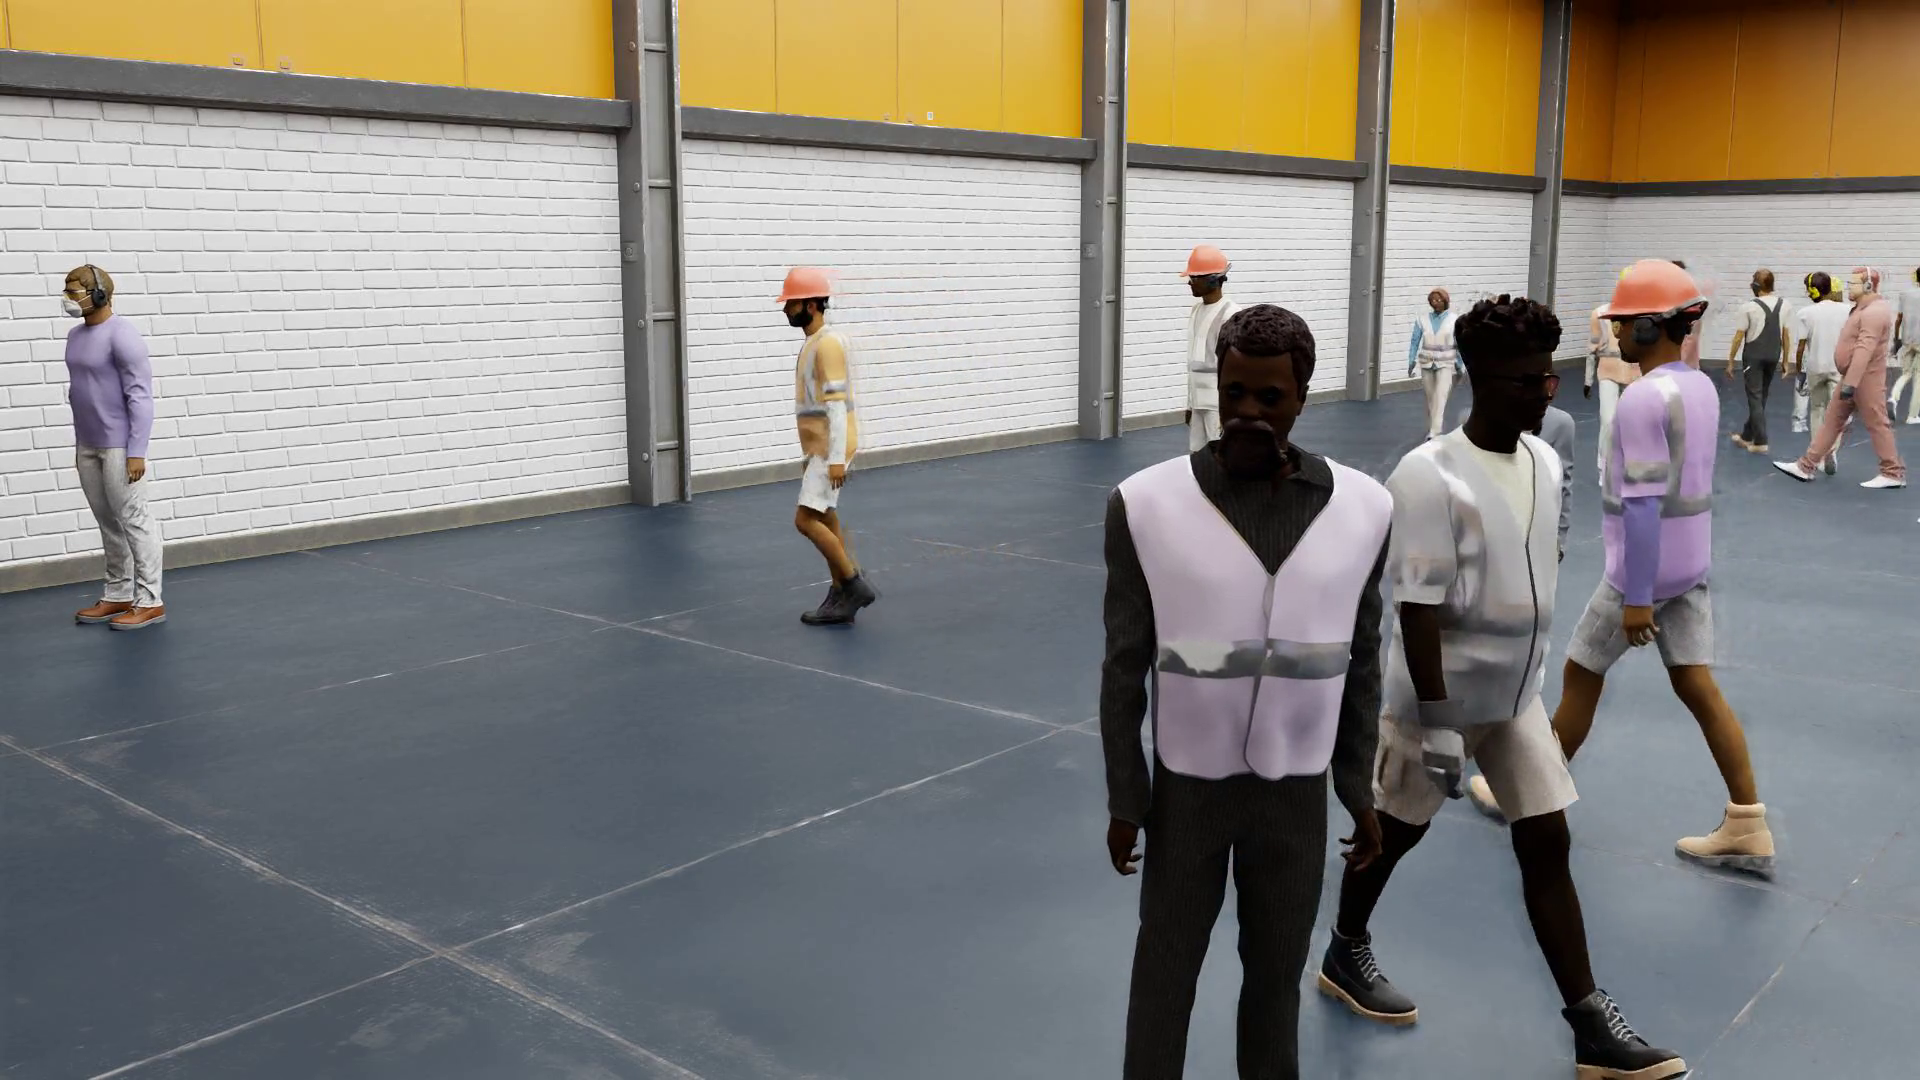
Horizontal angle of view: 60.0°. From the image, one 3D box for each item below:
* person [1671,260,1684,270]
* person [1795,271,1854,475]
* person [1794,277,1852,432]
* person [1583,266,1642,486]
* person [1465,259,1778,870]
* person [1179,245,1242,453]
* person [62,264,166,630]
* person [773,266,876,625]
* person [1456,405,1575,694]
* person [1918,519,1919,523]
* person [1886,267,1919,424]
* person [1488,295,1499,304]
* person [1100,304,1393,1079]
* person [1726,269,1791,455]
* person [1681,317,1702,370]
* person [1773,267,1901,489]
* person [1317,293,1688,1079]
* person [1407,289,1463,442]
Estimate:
[{"bbox_3d":[11.683,-3.649,27.164,0.660,1.826,0.618,-6,12,-32],"label":"person"},{"bbox_3d":[7.762,-1.491,14.901,0.569,1.821,0.846,4,11,23],"label":"person"},{"bbox_3d":[9.567,-2.043,18.396,0.905,1.696,0.496,-8,13,-38],"label":"person"},{"bbox_3d":[5.730,-1.431,14.403,0.595,1.888,0.921,3,10,16],"label":"person"},{"bbox_3d":[2.281,0.074,5.527,0.633,1.987,1.070,-9,14,-43],"label":"person"},{"bbox_3d":[1.631,-0.903,10.923,0.395,2.040,0.609,-3,11,-19],"label":"person"},{"bbox_3d":[-4.523,-0.490,8.863,0.630,1.938,0.366,7,12,35],"label":"person"},{"bbox_3d":[-0.745,-0.478,8.816,0.449,1.927,0.595,-3,10,-15],"label":"person"},{"bbox_3d":[2.372,-0.037,7.183,0.498,1.626,0.288,4,11,23],"label":"person"},{"bbox_3d":[7.201,-0.970,11.723,0.593,1.903,0.866,-1,10,-4],"label":"person"},{"bbox_3d":[10.937,-2.243,19.071,0.530,1.858,0.545,-6,12,-31],"label":"person"},{"bbox_3d":[4.702,-1.307,14.429,0.429,1.621,0.505,0,10,-3],"label":"person"},{"bbox_3d":[0.570,0.485,3.373,0.590,1.916,0.394,-2,10,-9],"label":"person"},{"bbox_3d":[7.881,-1.767,16.492,0.535,1.809,0.795,-1,10,-6],"label":"person"},{"bbox_3d":[6.291,-1.497,14.844,0.895,1.851,0.720,0,10,-2],"label":"person"},{"bbox_3d":[7.531,-1.368,14.082,0.984,1.856,0.656,3,10,15],"label":"person"},{"bbox_3d":[1.293,0.365,4.074,0.632,1.911,1.009,-6,12,-32],"label":"person"},{"bbox_3d":[4.856,-1.762,17.060,0.526,1.599,0.846,6,12,32],"label":"person"}]
